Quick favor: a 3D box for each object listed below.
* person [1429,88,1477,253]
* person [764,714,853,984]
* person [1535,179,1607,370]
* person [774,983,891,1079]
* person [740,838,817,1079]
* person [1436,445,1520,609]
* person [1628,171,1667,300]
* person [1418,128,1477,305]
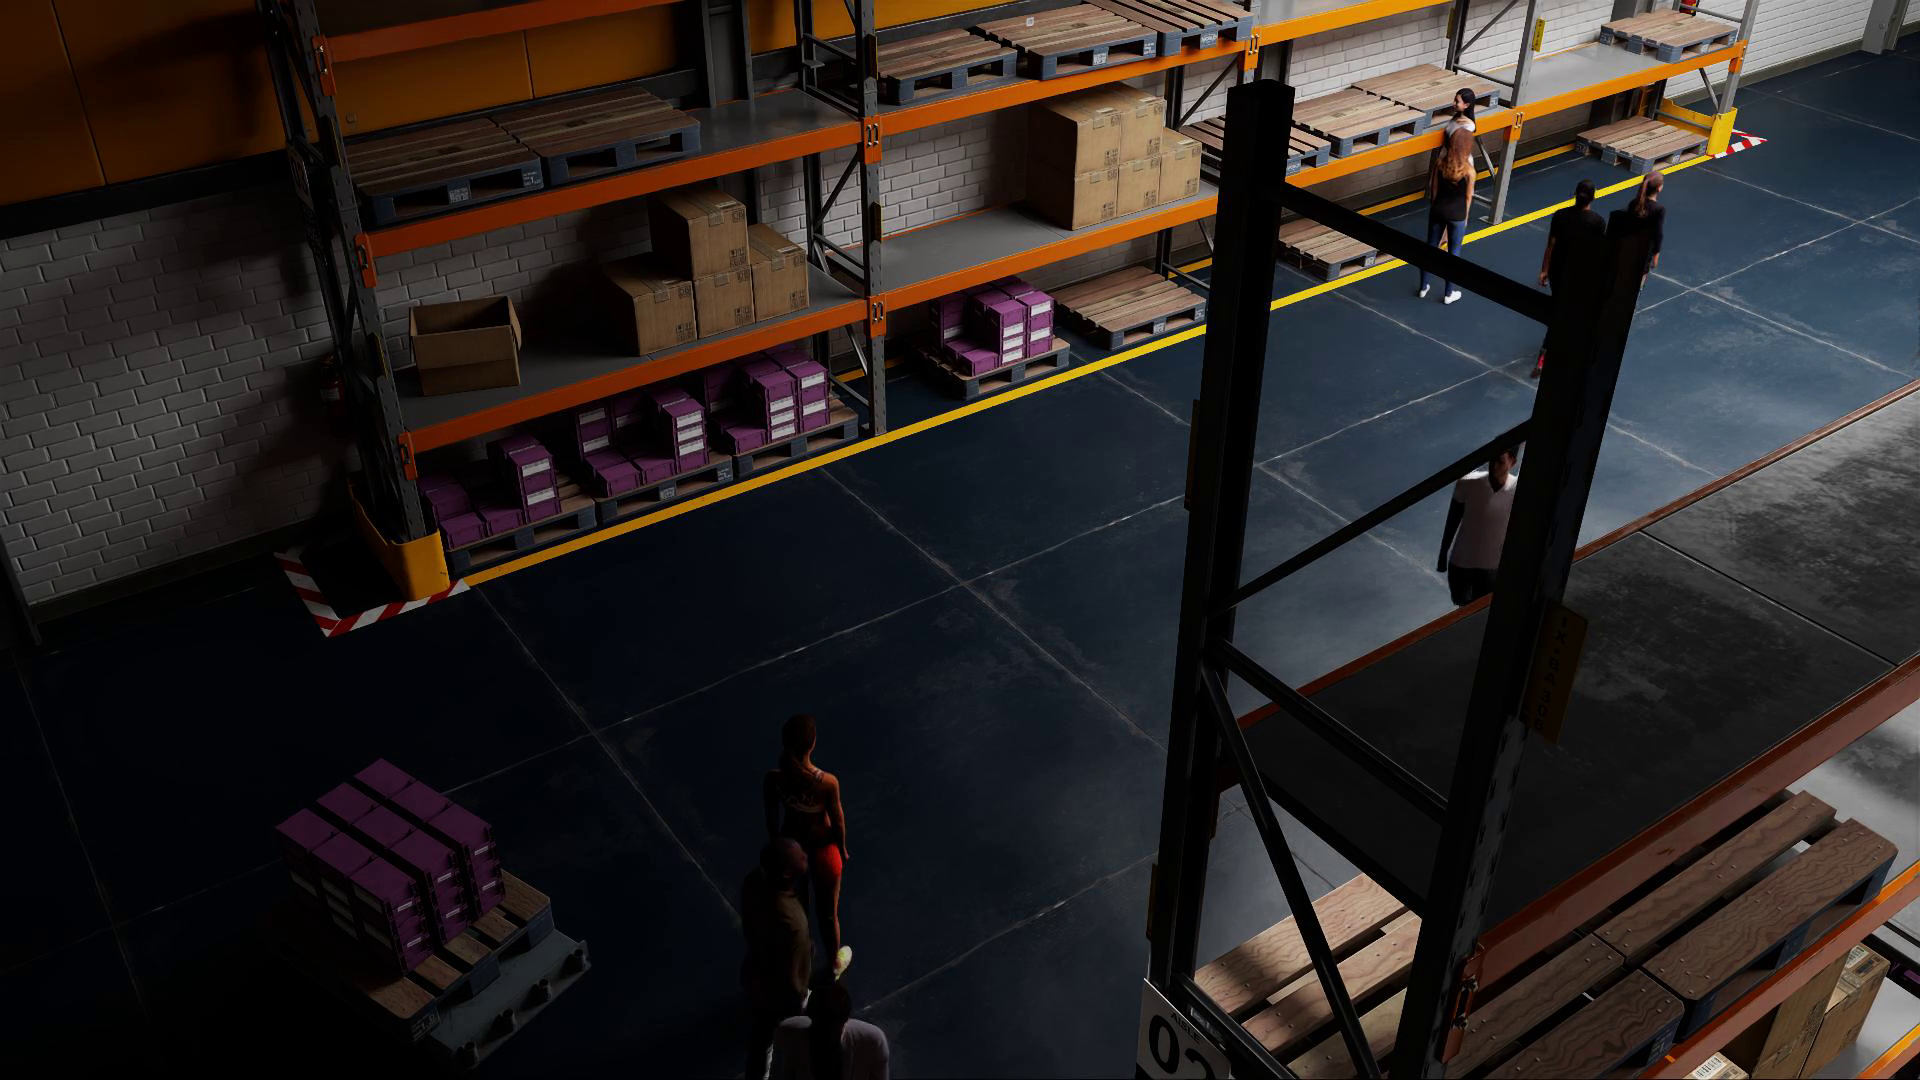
[{"bbox_3d":[5.051,-3.754,17.013,0.794,1.769,0.774,-3,34,-5],"label":"person"},{"bbox_3d":[-0.806,1.672,8.833,0.669,1.788,0.738,4,34,5],"label":"person"},{"bbox_3d":[5.450,-2.345,14.940,0.863,1.717,1.237,24,40,31],"label":"person"},{"bbox_3d":[-0.538,2.538,7.492,0.769,1.830,0.854,1,34,2],"label":"person"},{"bbox_3d":[-0.947,2.177,8.055,0.863,1.808,0.785,-17,37,-24],"label":"person"},{"bbox_3d":[3.521,0.089,11.180,0.980,1.827,1.282,21,39,28],"label":"person"},{"bbox_3d":[6.367,-2.726,15.646,0.849,1.570,0.583,-25,41,-33],"label":"person"},{"bbox_3d":[4.735,-3.144,16.139,0.661,1.721,0.627,23,40,30],"label":"person"}]
